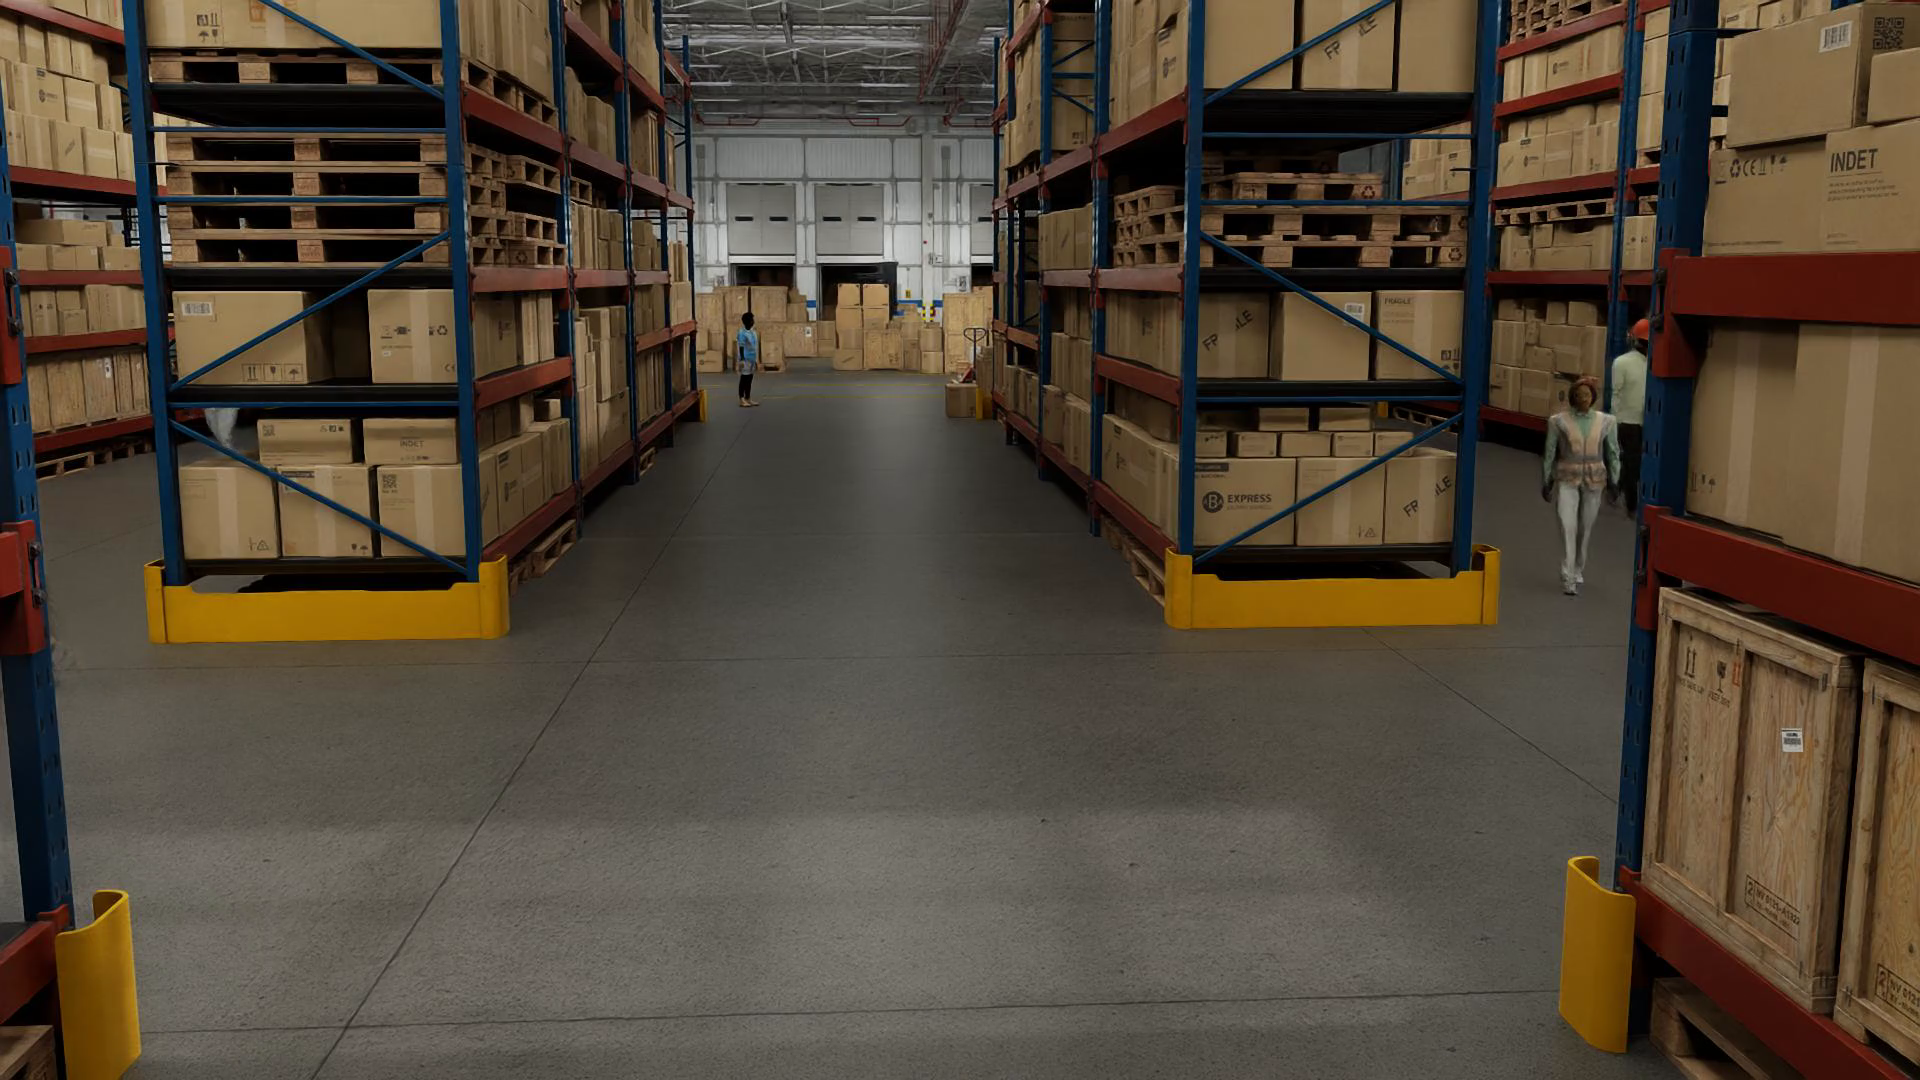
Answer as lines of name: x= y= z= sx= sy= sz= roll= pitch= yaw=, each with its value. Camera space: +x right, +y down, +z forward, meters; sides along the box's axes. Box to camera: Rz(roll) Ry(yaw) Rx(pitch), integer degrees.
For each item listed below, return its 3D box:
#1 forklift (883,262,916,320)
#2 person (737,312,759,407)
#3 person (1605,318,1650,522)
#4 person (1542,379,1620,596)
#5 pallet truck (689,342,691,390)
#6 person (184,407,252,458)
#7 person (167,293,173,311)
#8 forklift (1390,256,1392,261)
forklift: x=-2.427 y=-8.331 z=58.140 sx=1.873 sy=2.768 sz=1.129 roll=-3 pitch=9 yaw=-16
person: x=-3.799 y=-3.226 z=29.793 sx=0.320 sy=1.695 sz=0.537 roll=4 pitch=10 yaw=21
person: x=6.474 y=-1.160 z=16.023 sx=0.626 sy=1.961 sz=0.686 roll=-3 pitch=10 yaw=-18
person: x=4.634 y=-0.412 z=12.443 sx=0.521 sy=1.597 sz=0.851 roll=1 pitch=9 yaw=9
pallet truck: x=-5.225 y=-3.008 z=27.480 sx=1.885 sy=1.965 sz=0.823 roll=2 pitch=9 yaw=14
person: x=-8.068 y=-1.451 z=18.043 sx=0.641 sy=1.886 sz=1.012 roll=1 pitch=9 yaw=7
person: x=-29.674 y=-8.599 z=62.647 sx=0.404 sy=1.986 sz=0.608 roll=-2 pitch=9 yaw=-13
forklift: x=10.374 y=-5.582 z=40.879 sx=1.129 sy=2.768 sz=1.873 roll=-1 pitch=9 yaw=-4
